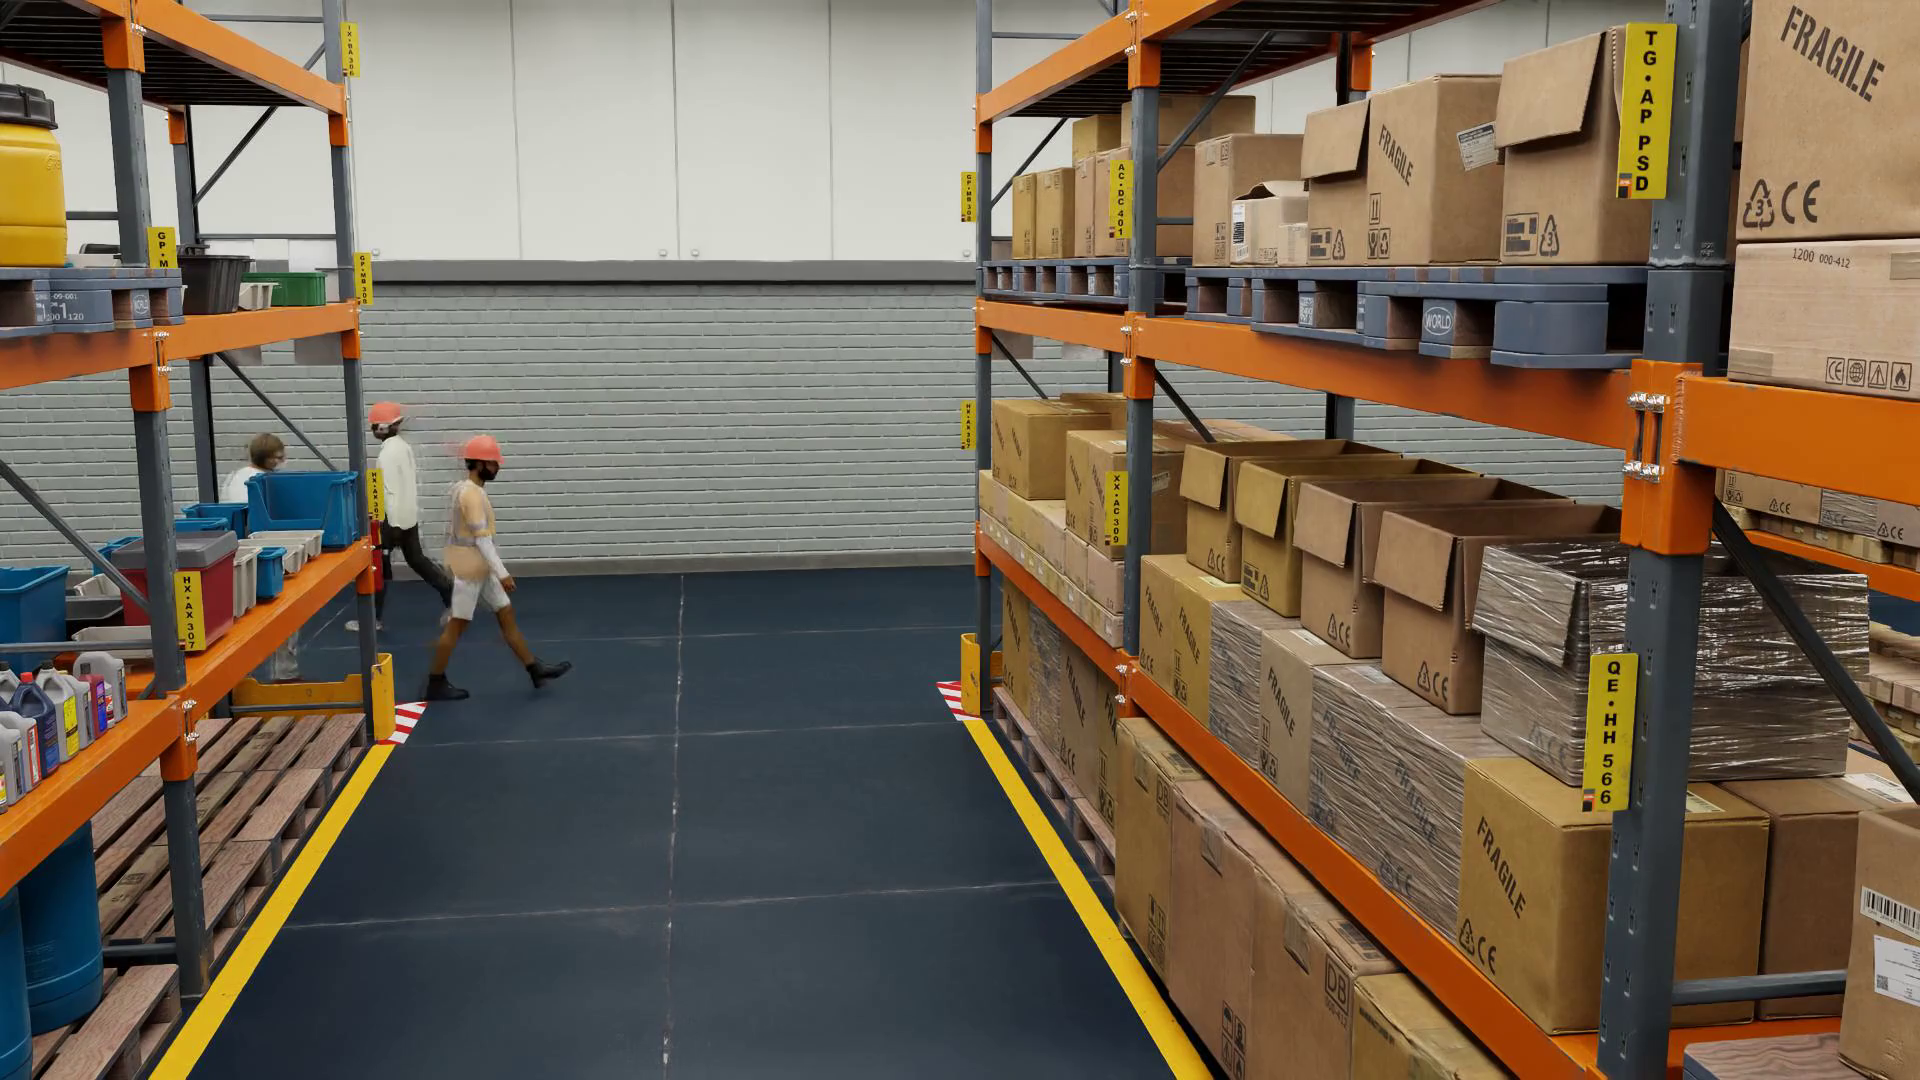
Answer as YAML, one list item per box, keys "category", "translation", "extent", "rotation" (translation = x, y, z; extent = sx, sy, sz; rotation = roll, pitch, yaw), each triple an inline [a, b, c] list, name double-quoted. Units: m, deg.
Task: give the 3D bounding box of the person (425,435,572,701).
- category: "person"
  translation: [-3.330, 0.200, 11.757]
  extent: [1.038, 1.869, 0.565]
  rotation: [-1, 9, -9]

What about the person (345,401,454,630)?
- category: "person"
  translation: [-4.681, -0.203, 14.033]
  extent: [0.984, 1.959, 0.635]
  rotation: [0, 9, -2]

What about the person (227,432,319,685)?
- category: "person"
  translation: [-4.914, 0.180, 11.838]
  extent: [0.710, 1.905, 0.692]
  rotation: [7, 12, 39]
